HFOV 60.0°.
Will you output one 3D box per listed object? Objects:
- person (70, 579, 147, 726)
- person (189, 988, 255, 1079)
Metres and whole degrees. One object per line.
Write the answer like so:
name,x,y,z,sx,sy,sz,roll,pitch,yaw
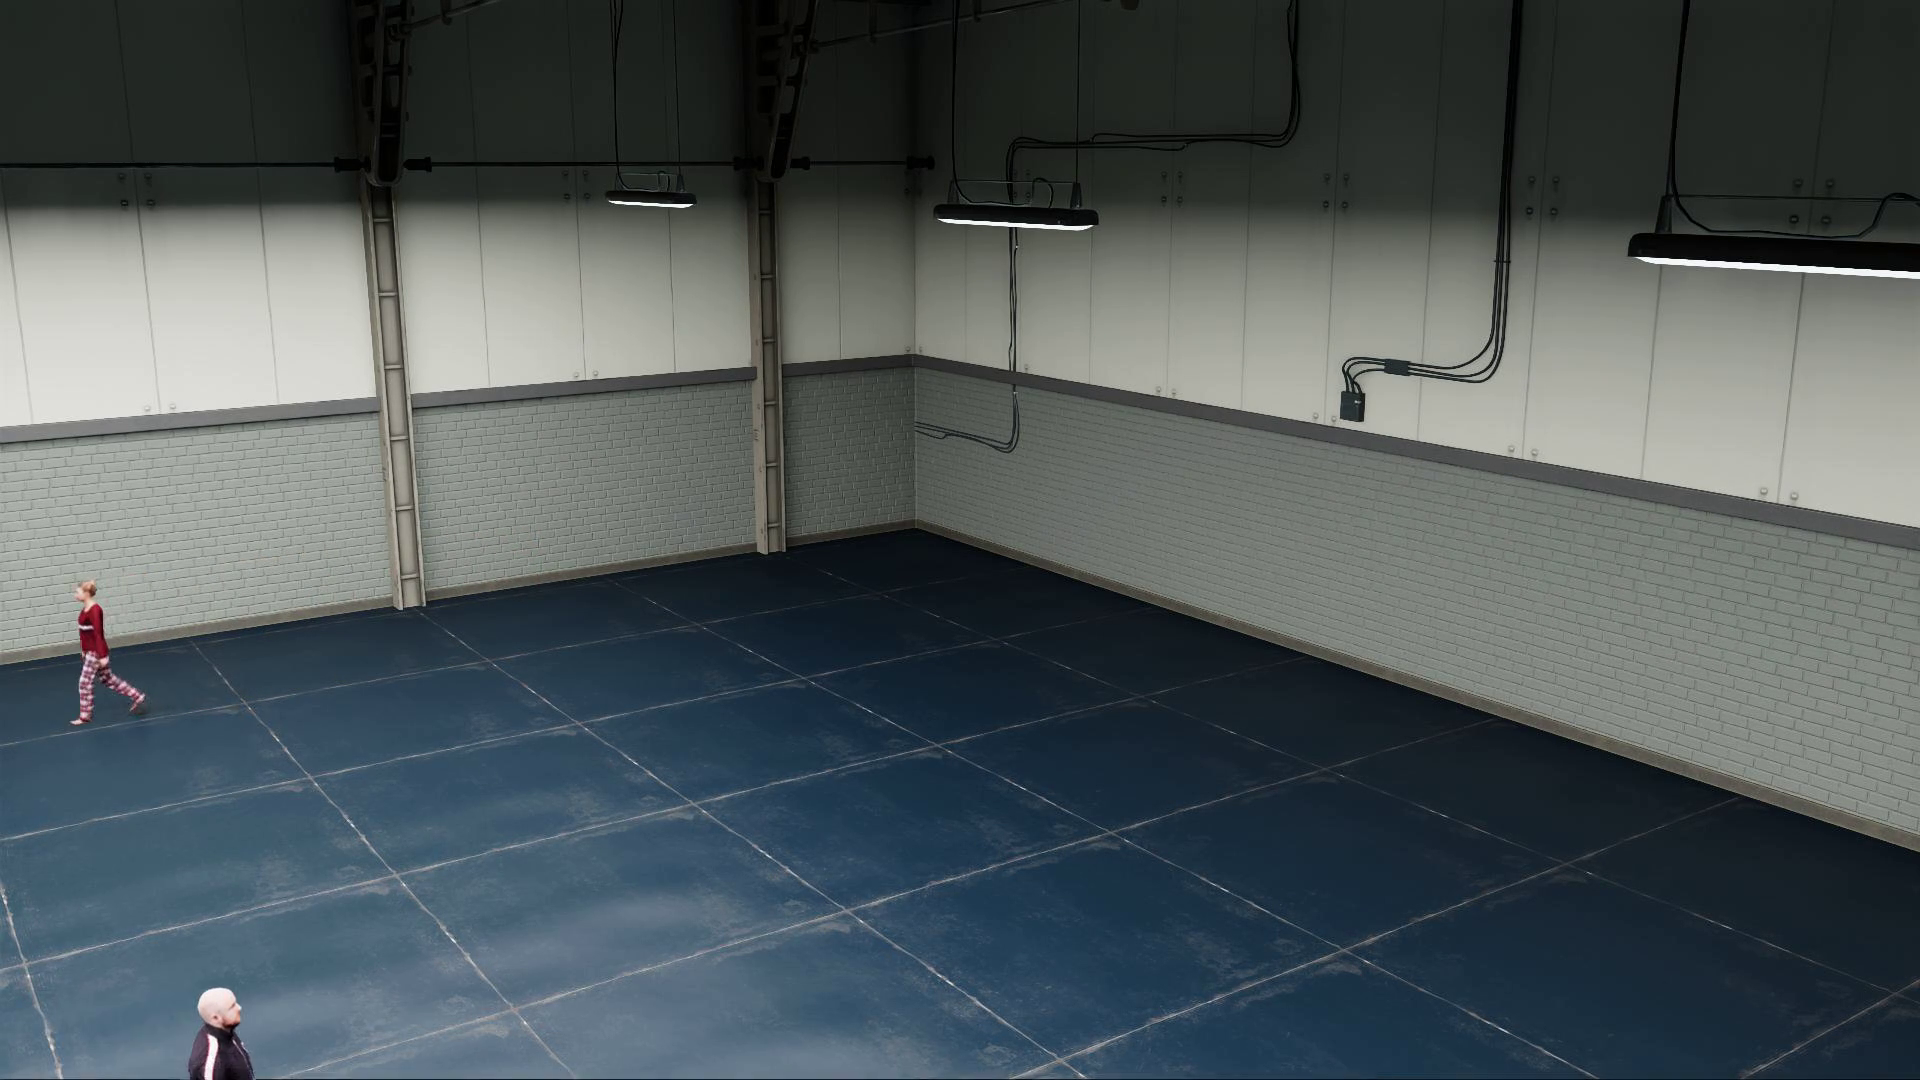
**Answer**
person,-9.894,1.287,19.232,1.044,1.664,0.647,-9,16,-34
person,-4.329,3.454,9.560,1.269,1.805,0.928,-4,14,-17
